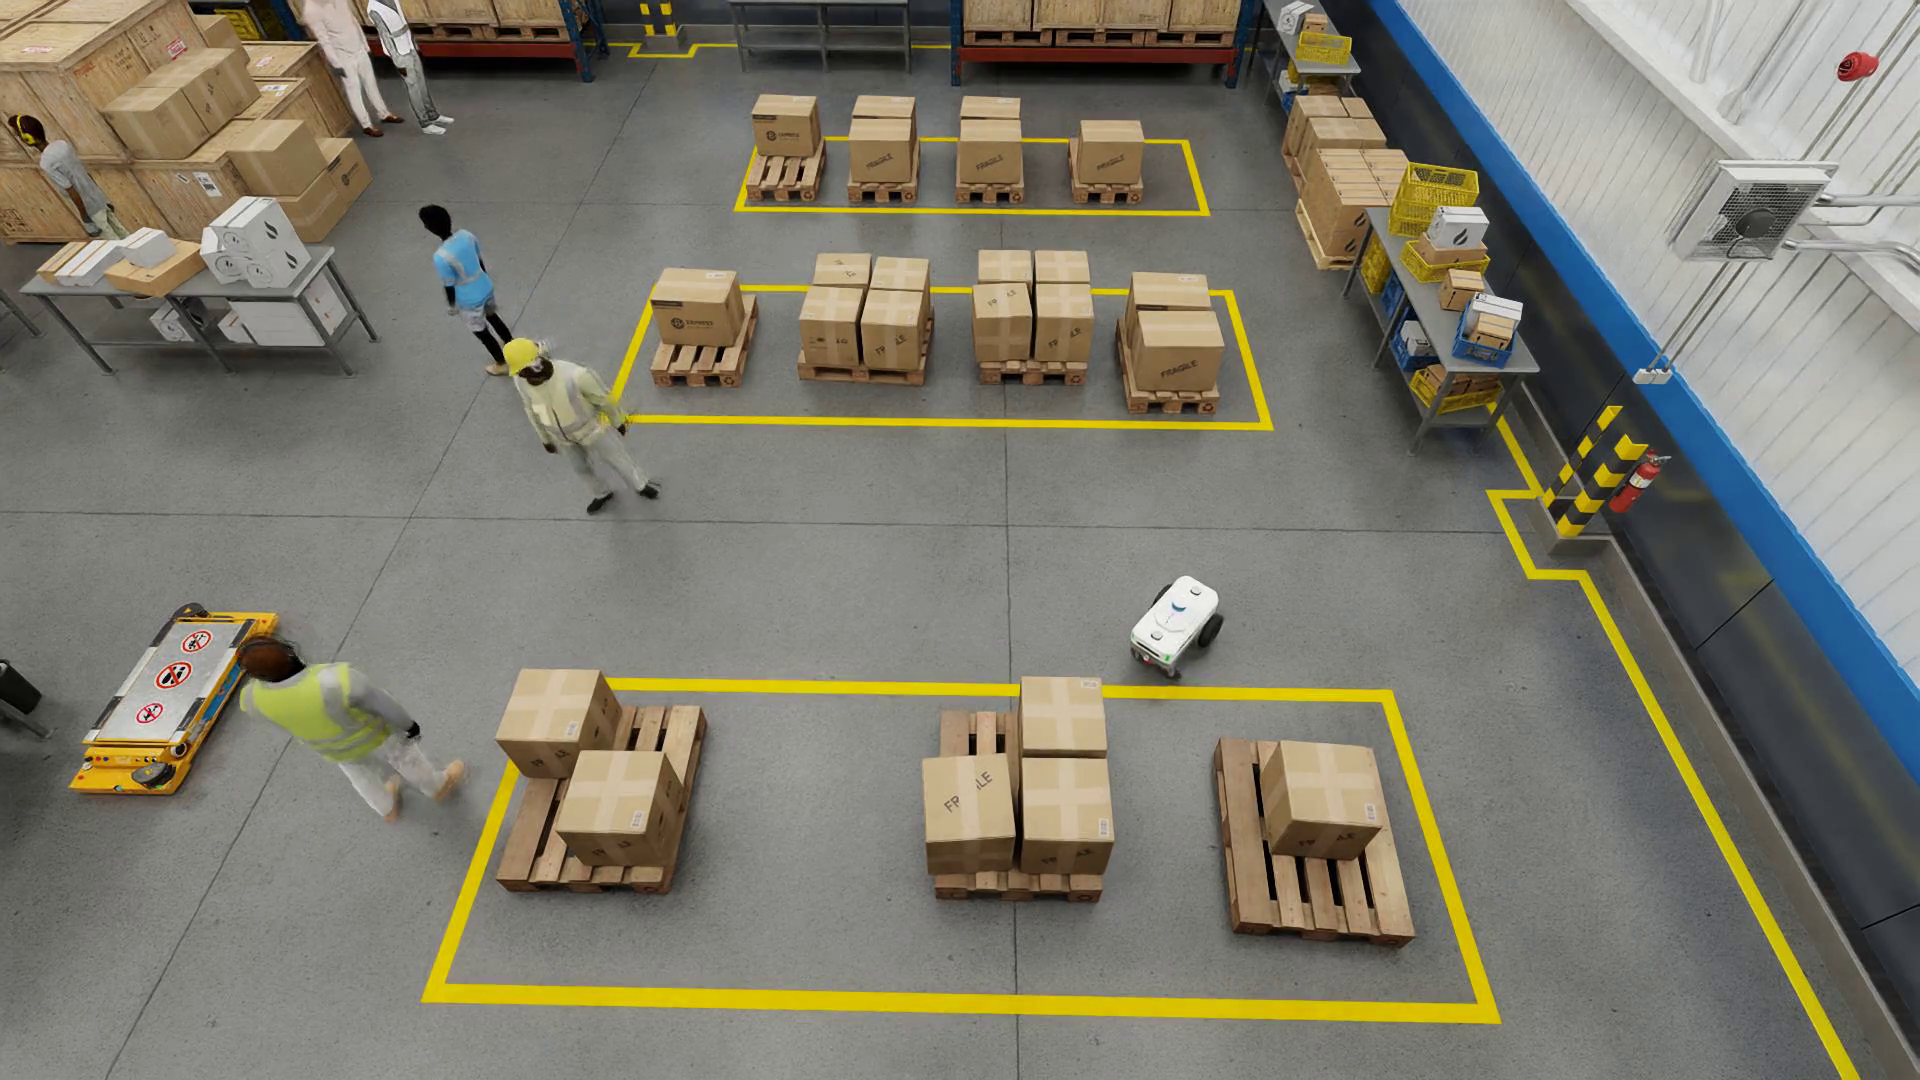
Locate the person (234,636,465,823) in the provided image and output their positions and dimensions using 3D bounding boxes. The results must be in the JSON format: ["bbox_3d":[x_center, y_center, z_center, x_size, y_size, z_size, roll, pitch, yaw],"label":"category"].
[{"bbox_3d":[-3.563,1.125,5.393,0.675,1.820,0.430,-6,50,-5],"label":"person"}]

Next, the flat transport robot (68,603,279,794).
[{"bbox_3d":[-5.504,1.072,6.442,0.652,0.197,1.431,1,50,1],"label":"flat transport robot"}]

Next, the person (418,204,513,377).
[{"bbox_3d":[-4.415,-2.240,8.324,0.343,1.685,0.552,7,50,6],"label":"person"}]

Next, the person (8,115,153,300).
[{"bbox_3d":[-8.595,-3.269,9.075,0.313,1.869,0.538,-12,51,-10],"label":"person"}]

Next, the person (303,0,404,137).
[{"bbox_3d":[-7.593,-6.062,11.429,0.401,1.896,0.662,12,51,10],"label":"person"}]

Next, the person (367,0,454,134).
[{"bbox_3d":[-6.940,-6.071,11.424,0.388,1.910,0.592,-1,50,-1],"label":"person"}]

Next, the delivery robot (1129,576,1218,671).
[{"bbox_3d":[1.544,0.587,6.608,0.477,0.478,0.707,34,58,25],"label":"delivery robot"}]

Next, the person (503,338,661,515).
[{"bbox_3d":[-2.910,-0.861,7.096,0.731,1.784,0.444,-2,50,-2],"label":"person"}]
